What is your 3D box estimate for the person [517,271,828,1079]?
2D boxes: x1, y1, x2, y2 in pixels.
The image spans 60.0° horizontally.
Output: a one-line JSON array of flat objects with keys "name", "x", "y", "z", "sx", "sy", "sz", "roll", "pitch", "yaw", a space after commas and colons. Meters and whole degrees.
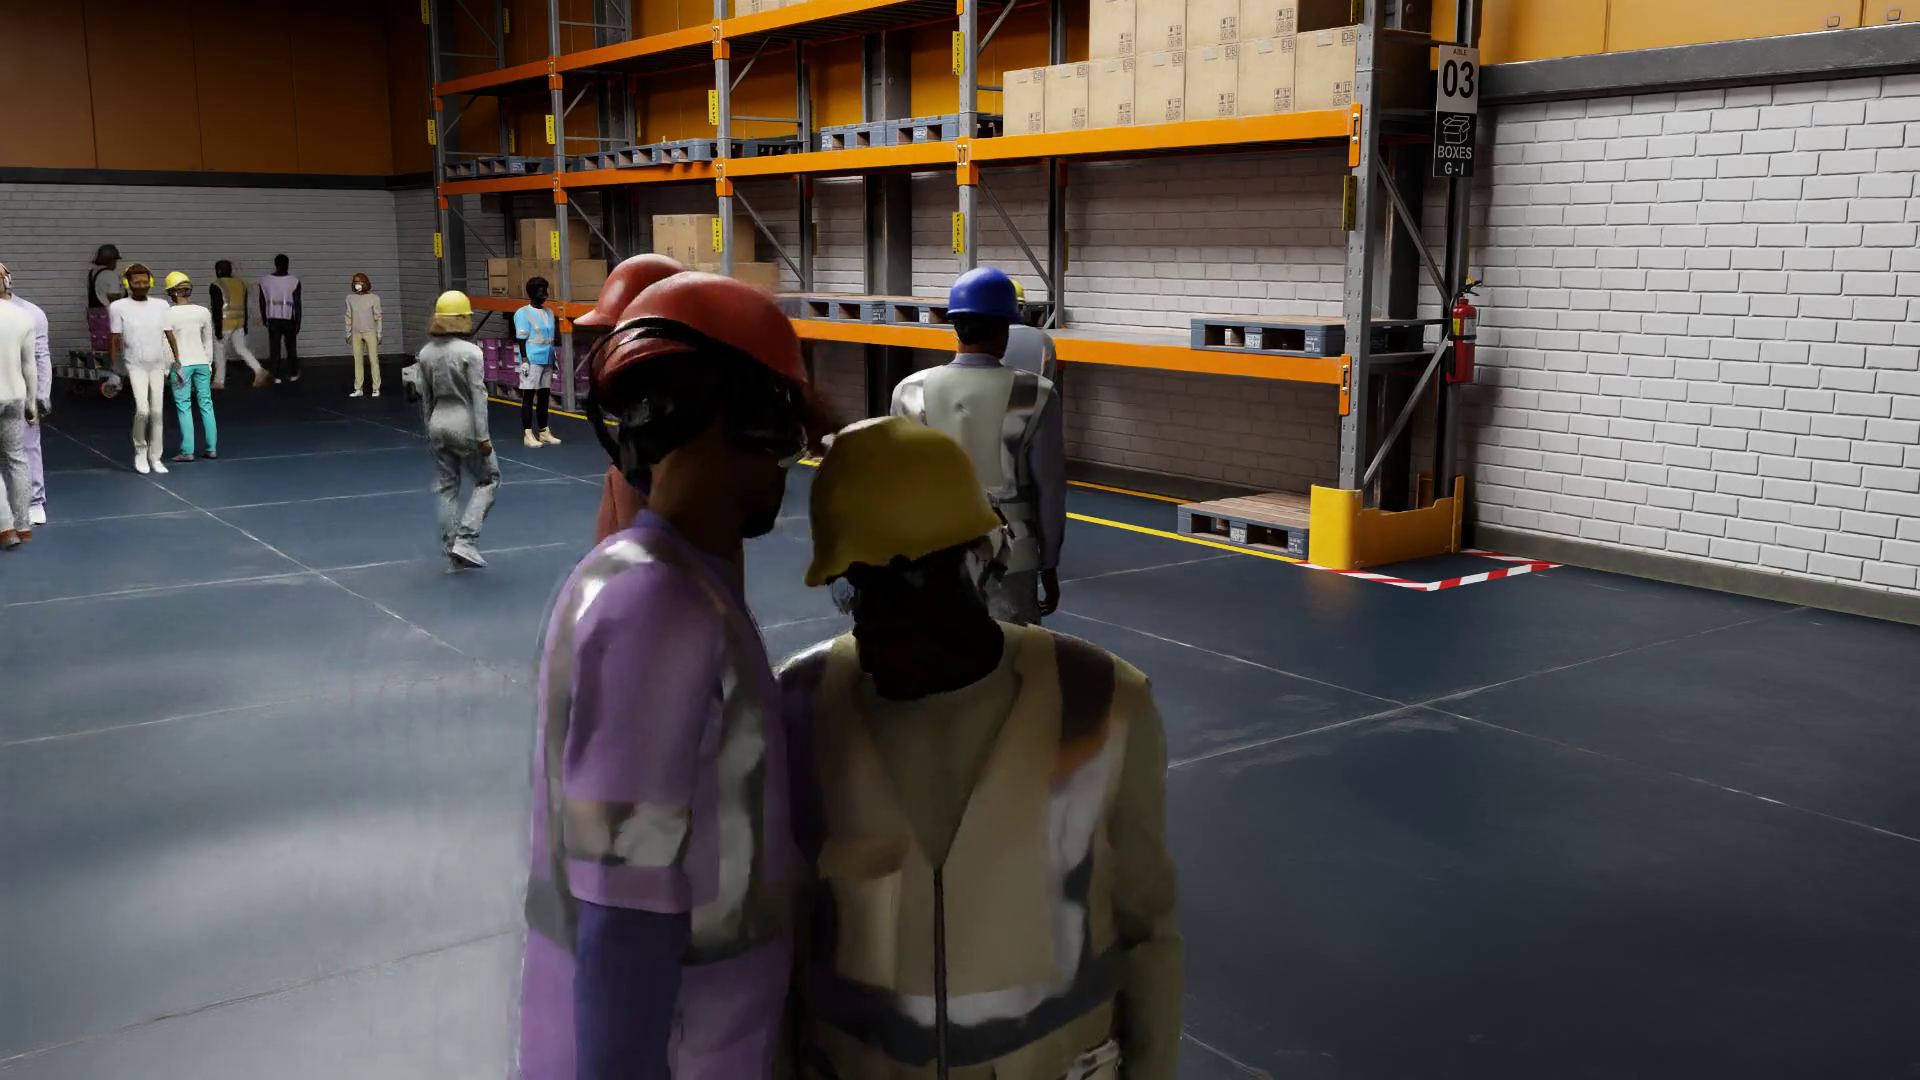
[{"name": "person", "x": -0.339, "y": 0.681, "z": 2.053, "sx": 0.387, "sy": 1.991, "sz": 0.727, "roll": -1, "pitch": 10, "yaw": -4}]

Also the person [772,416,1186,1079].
[{"name": "person", "x": 0.003, "y": 0.733, "z": 2.233, "sx": 0.615, "sy": 1.824, "sz": 0.405, "roll": 1, "pitch": 10, "yaw": 5}]

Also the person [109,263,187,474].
[{"name": "person", "x": -7.114, "y": -1.488, "z": 14.571, "sx": 0.450, "sy": 1.845, "sz": 0.544, "roll": 9, "pitch": 14, "yaw": 43}]

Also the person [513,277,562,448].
[{"name": "person", "x": -4.205, "y": -1.770, "z": 16.579, "sx": 0.319, "sy": 1.693, "sz": 0.532, "roll": 5, "pitch": 11, "yaw": 25}]

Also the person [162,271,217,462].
[{"name": "person", "x": -7.181, "y": -1.602, "z": 15.446, "sx": 0.318, "sy": 1.764, "sz": 0.522, "roll": 6, "pitch": 12, "yaw": 31}]

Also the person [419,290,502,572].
[{"name": "person", "x": -3.069, "y": -0.661, "z": 10.229, "sx": 0.505, "sy": 1.730, "sz": 0.353, "roll": 4, "pitch": 11, "yaw": 23}]

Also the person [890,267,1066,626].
[{"name": "person", "x": 0.061, "y": 0.061, "z": 5.629, "sx": 0.606, "sy": 1.940, "sz": 0.409, "roll": 3, "pitch": 11, "yaw": 15}]

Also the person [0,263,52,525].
[{"name": "person", "x": -6.856, "y": -1.043, "z": 11.907, "sx": 0.640, "sy": 1.910, "sz": 0.407, "roll": -3, "pitch": 11, "yaw": -17}]

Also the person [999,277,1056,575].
[{"name": "person", "x": 0.297, "y": -0.670, "z": 10.068, "sx": 0.591, "sy": 1.823, "sz": 0.405, "roll": -6, "pitch": 12, "yaw": -29}]

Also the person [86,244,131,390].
[{"name": "person", "x": -11.660, "y": -3.059, "z": 22.821, "sx": 0.685, "sy": 2.000, "sz": 0.585, "roll": 7, "pitch": 12, "yaw": 35}]

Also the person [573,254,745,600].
[{"name": "person", "x": -0.678, "y": 0.344, "z": 3.886, "sx": 0.373, "sy": 1.997, "sz": 0.619, "roll": 1, "pitch": 10, "yaw": 6}]

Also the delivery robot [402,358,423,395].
[{"name": "delivery robot", "x": -6.918, "y": -2.103, "z": 21.366, "sx": 0.477, "sy": 0.478, "sz": 0.707, "roll": -7, "pitch": 12, "yaw": -33}]

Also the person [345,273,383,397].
[{"name": "person", "x": -7.869, "y": -2.701, "z": 21.956, "sx": 0.497, "sy": 1.634, "sz": 0.279, "roll": 1, "pitch": 10, "yaw": 4}]

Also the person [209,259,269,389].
[{"name": "person", "x": -10.091, "y": -2.990, "z": 23.116, "sx": 0.834, "sy": 1.811, "sz": 0.641, "roll": 3, "pitch": 11, "yaw": 18}]

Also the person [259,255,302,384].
[{"name": "person", "x": -9.862, "y": -3.208, "z": 24.191, "sx": 0.604, "sy": 1.856, "sz": 1.041, "roll": -2, "pitch": 10, "yaw": -12}]

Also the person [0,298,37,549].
[{"name": "person", "x": -6.432, "y": -0.902, "z": 11.060, "sx": 0.390, "sy": 1.945, "sz": 0.639, "roll": 5, "pitch": 11, "yaw": 25}]
